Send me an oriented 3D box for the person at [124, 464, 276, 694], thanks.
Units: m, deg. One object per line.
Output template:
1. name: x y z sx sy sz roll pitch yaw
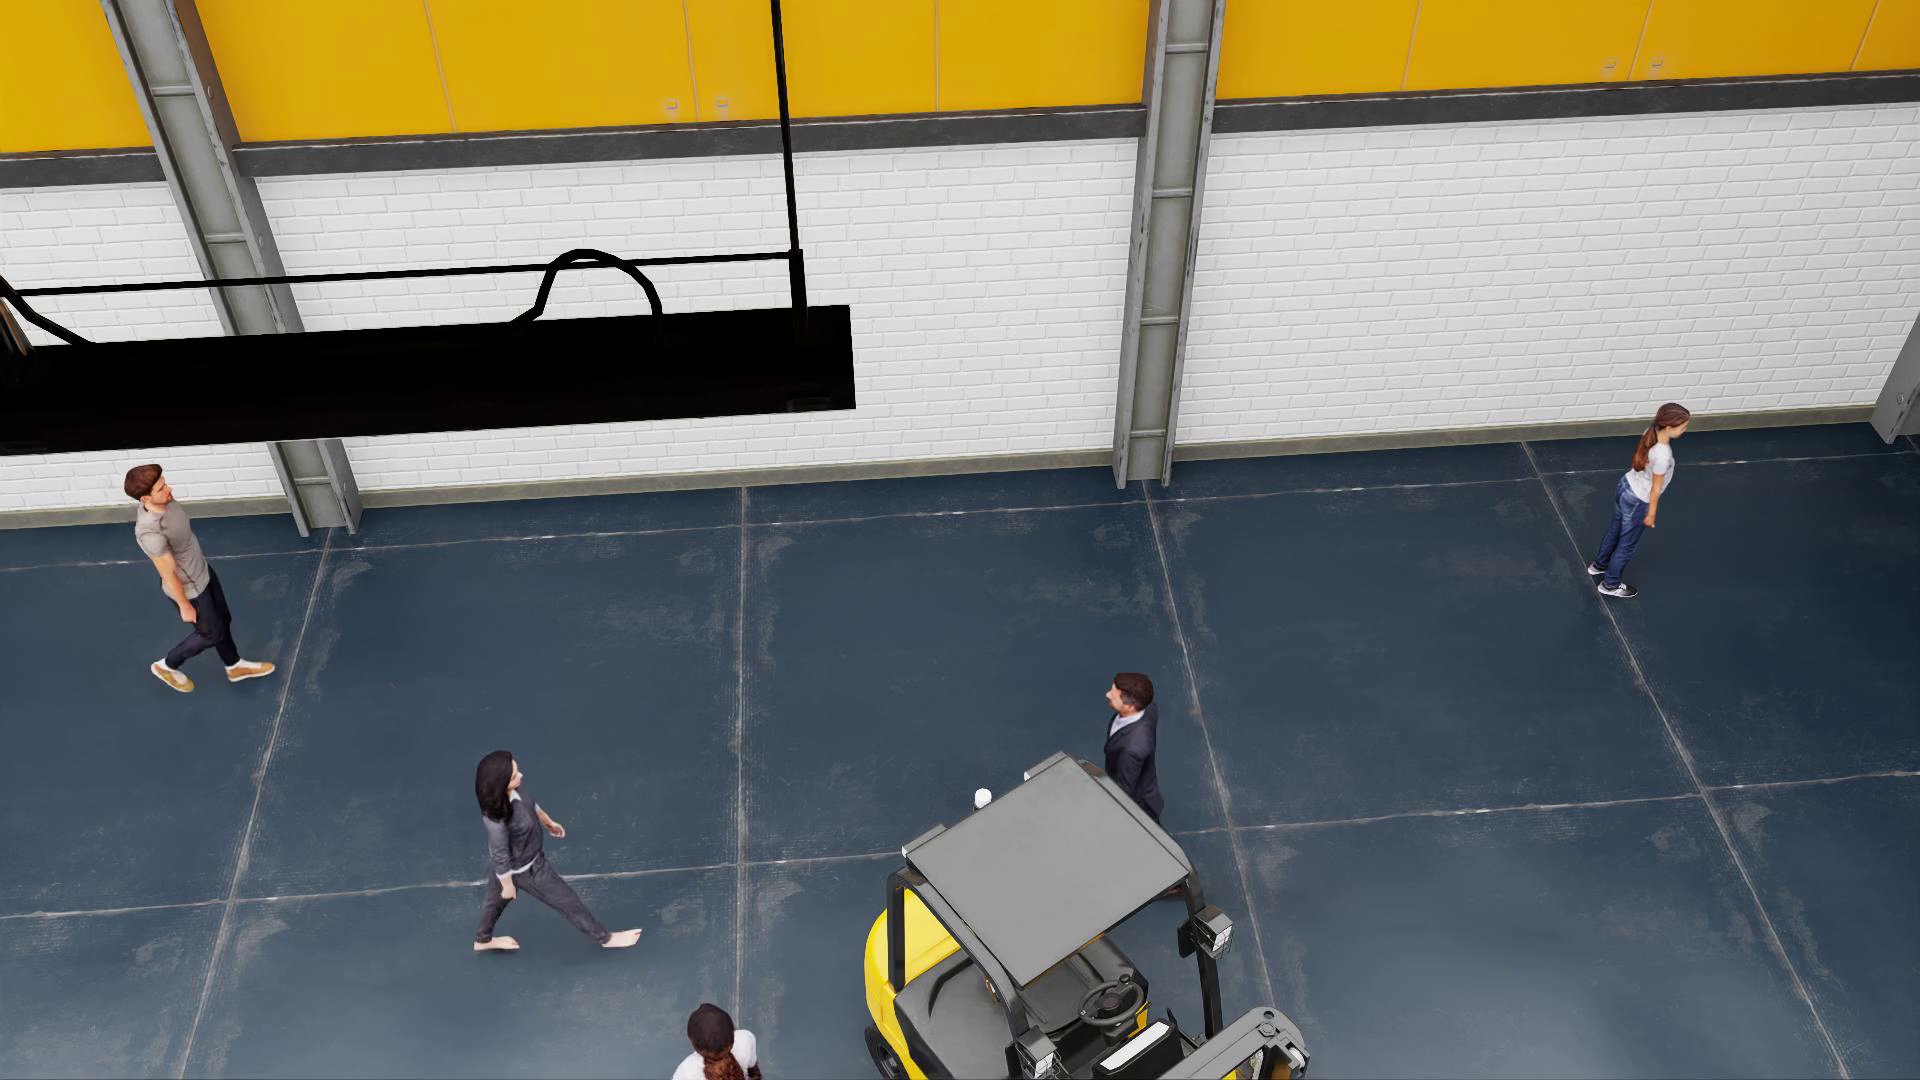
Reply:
1. person: -4.918 0.274 10.417 0.950 1.875 0.704 -9 44 -9

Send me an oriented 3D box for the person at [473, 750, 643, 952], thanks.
1. person: -2.472 1.742 8.992 1.204 1.715 0.711 -9 44 -9

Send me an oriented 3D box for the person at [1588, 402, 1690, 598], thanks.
1. person: 4.584 -0.295 11.240 0.546 1.563 0.556 0 44 0

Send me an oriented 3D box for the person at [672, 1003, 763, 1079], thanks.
1. person: -1.079 2.803 7.904 1.107 1.680 1.088 33 53 30
